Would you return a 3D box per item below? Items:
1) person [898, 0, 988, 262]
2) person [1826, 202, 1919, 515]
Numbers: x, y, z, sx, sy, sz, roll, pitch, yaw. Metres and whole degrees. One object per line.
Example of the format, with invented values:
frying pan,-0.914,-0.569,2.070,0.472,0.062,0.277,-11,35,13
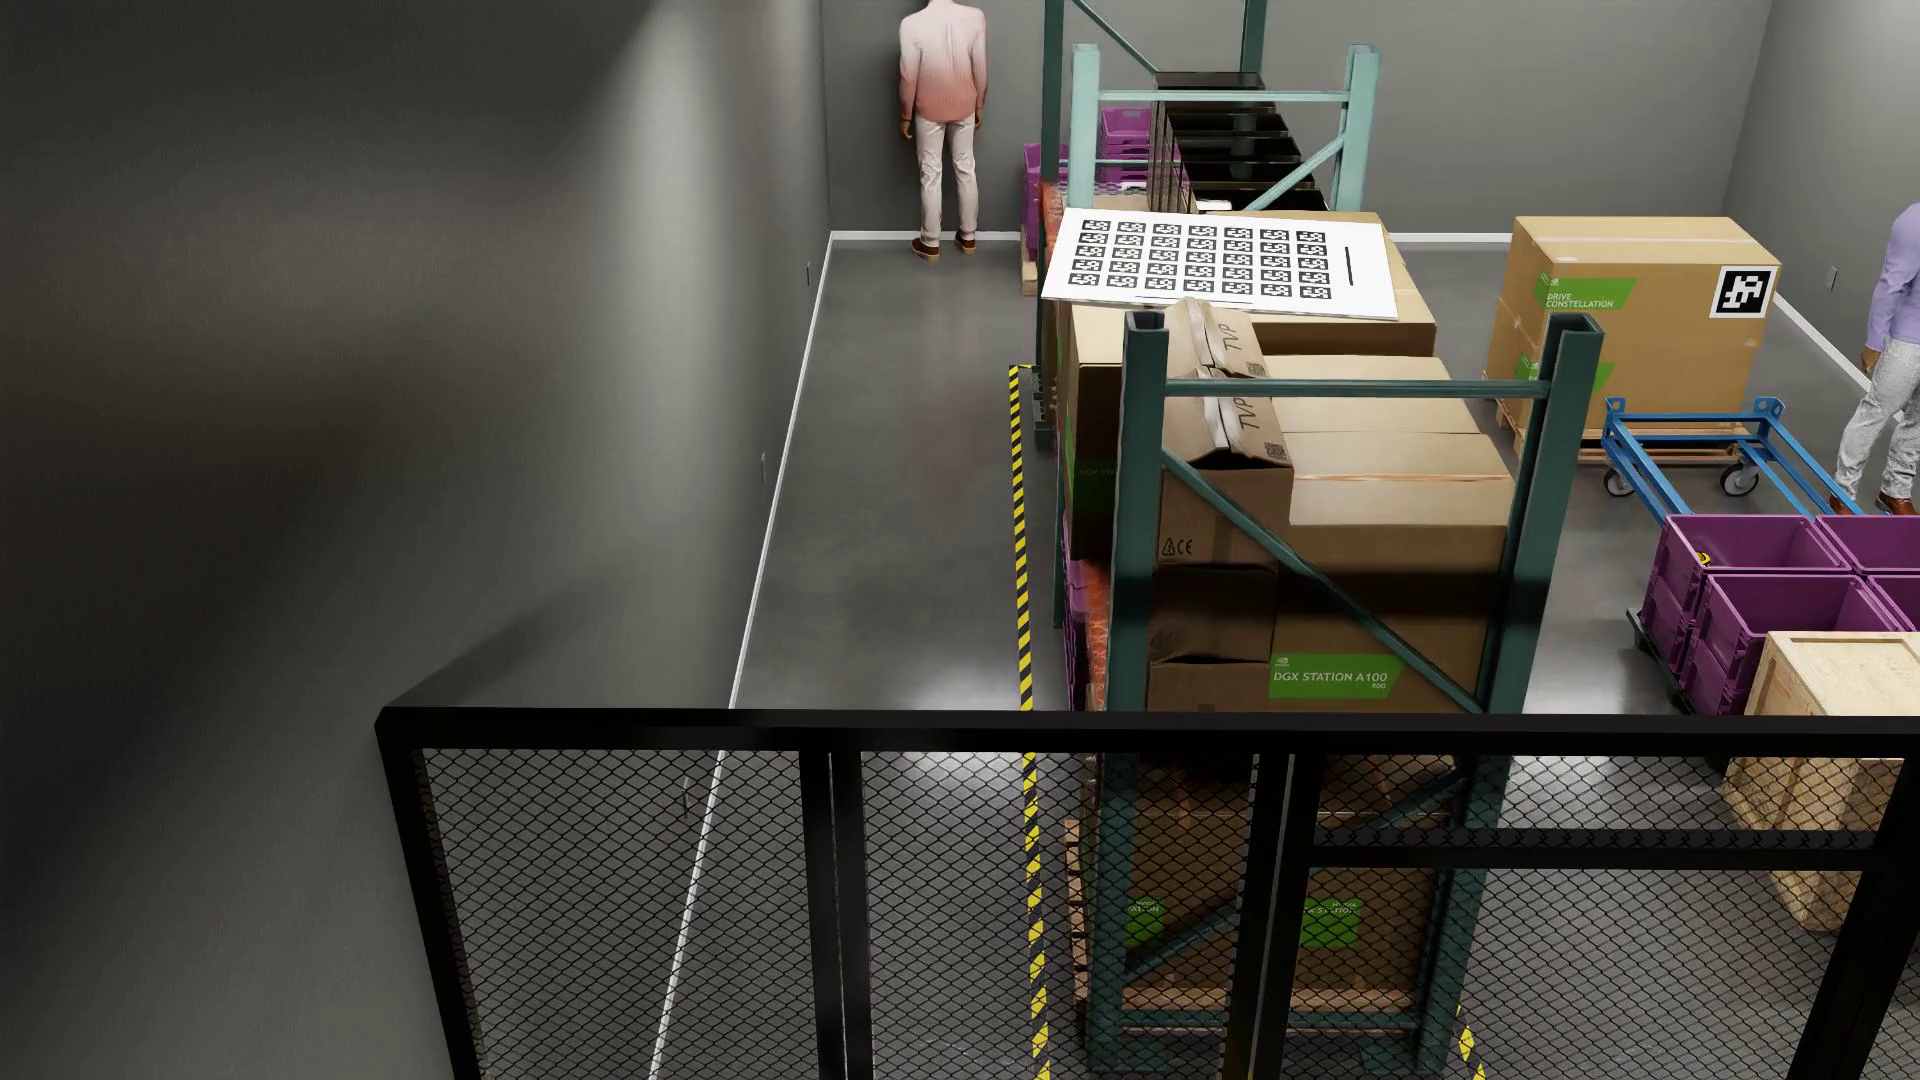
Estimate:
person,-0.116,-2.814,10.835,0.608,1.996,0.382,-12,33,-19
person,4.534,-0.938,7.773,0.635,1.937,0.352,-1,31,-2
